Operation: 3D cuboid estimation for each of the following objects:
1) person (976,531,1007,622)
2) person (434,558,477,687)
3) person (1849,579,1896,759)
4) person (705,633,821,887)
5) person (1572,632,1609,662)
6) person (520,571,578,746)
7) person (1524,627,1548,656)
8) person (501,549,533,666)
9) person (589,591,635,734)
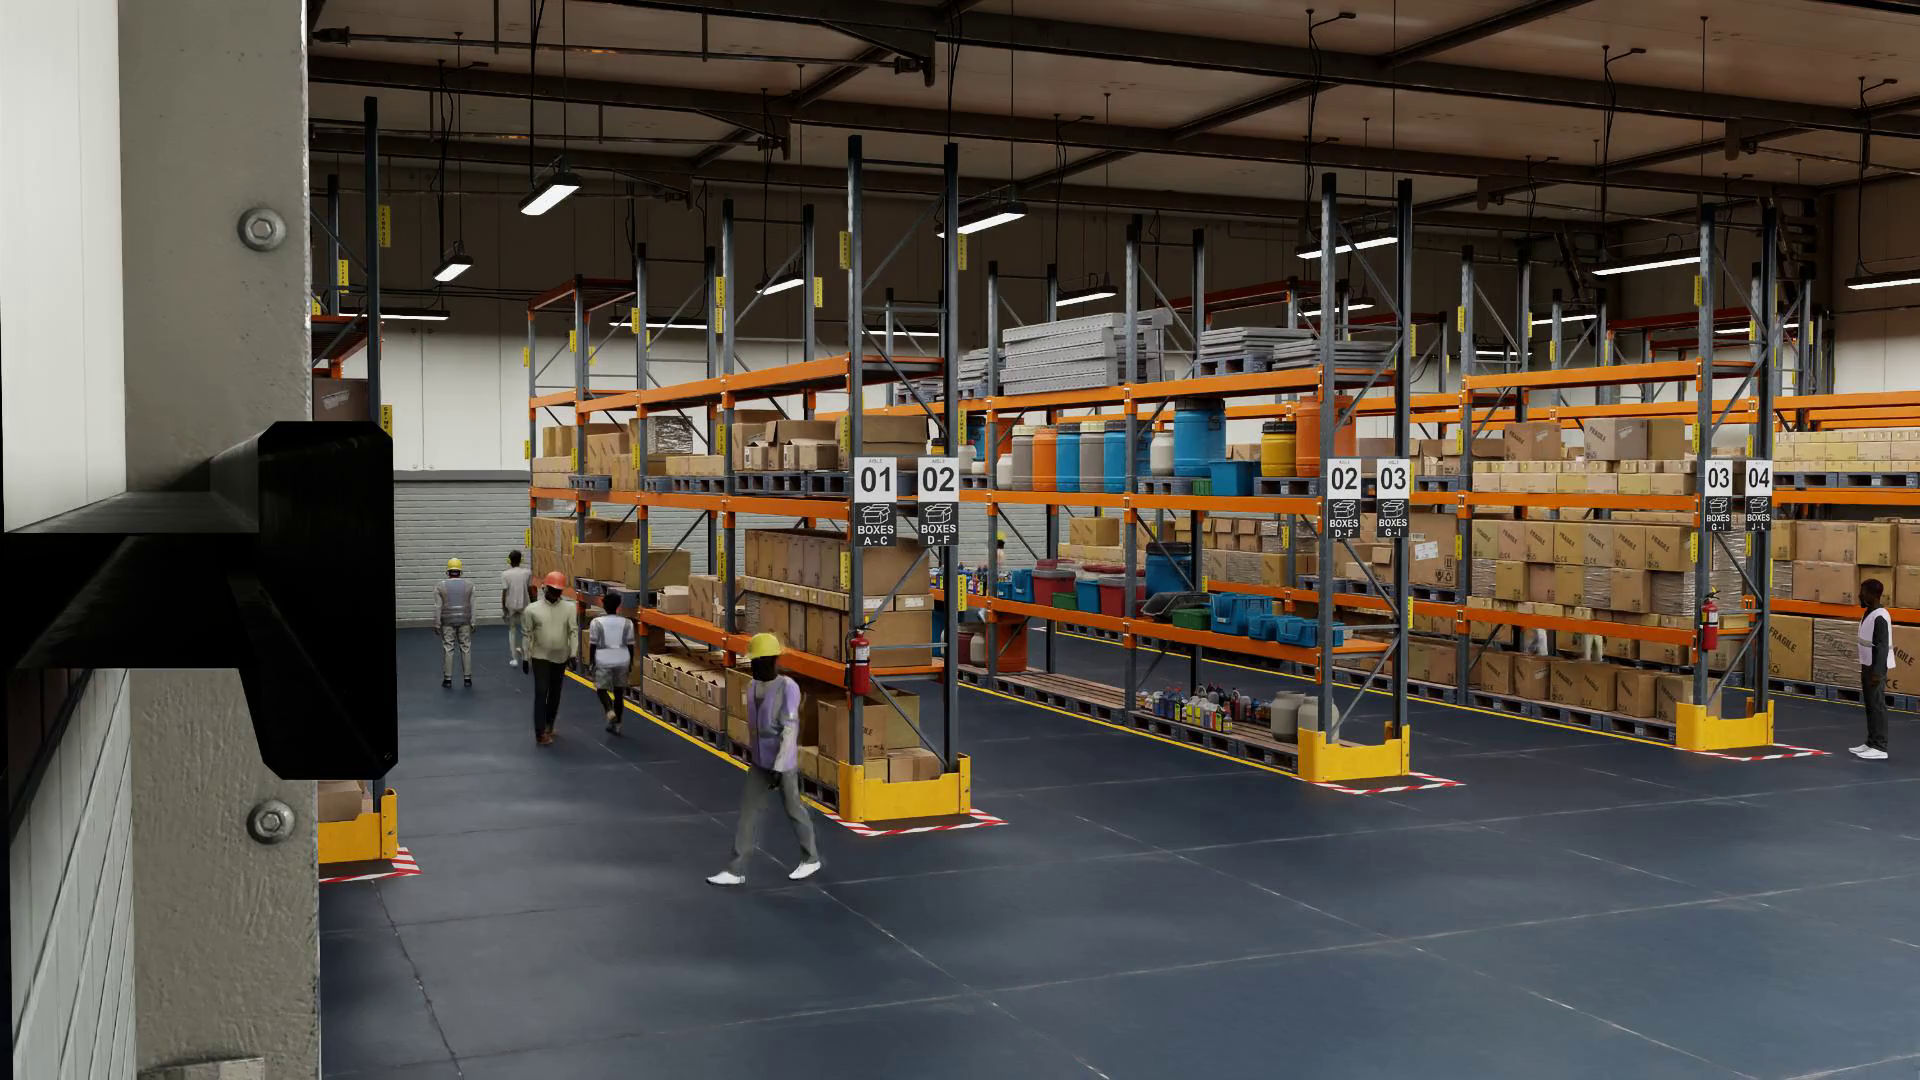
[{"bbox_3d":[0.675,0.777,35.043,0.549,1.911,0.587,-1,2,-22],"label":"person"},{"bbox_3d":[-7.214,1.174,25.615,0.586,1.833,0.403,-1,2,-24],"label":"person"},{"bbox_3d":[9.827,1.374,19.261,0.382,1.918,0.597,1,2,15],"label":"person"},{"bbox_3d":[-1.423,1.625,13.310,0.589,1.876,0.994,2,3,41],"label":"person"},{"bbox_3d":[8.461,1.228,24.077,0.514,1.852,0.584,-1,2,-20],"label":"person"},{"bbox_3d":[-4.702,1.320,20.465,0.611,1.950,0.946,-1,3,-29],"label":"person"},{"bbox_3d":[8.705,1.117,26.996,0.588,1.851,0.932,-1,2,-22],"label":"person"},{"bbox_3d":[-6.931,1.068,28.102,0.526,1.847,0.620,-1,2,-22],"label":"person"},{"bbox_3d":[-4.016,1.432,20.752,0.545,1.680,0.506,-1,2,-24],"label":"person"}]
